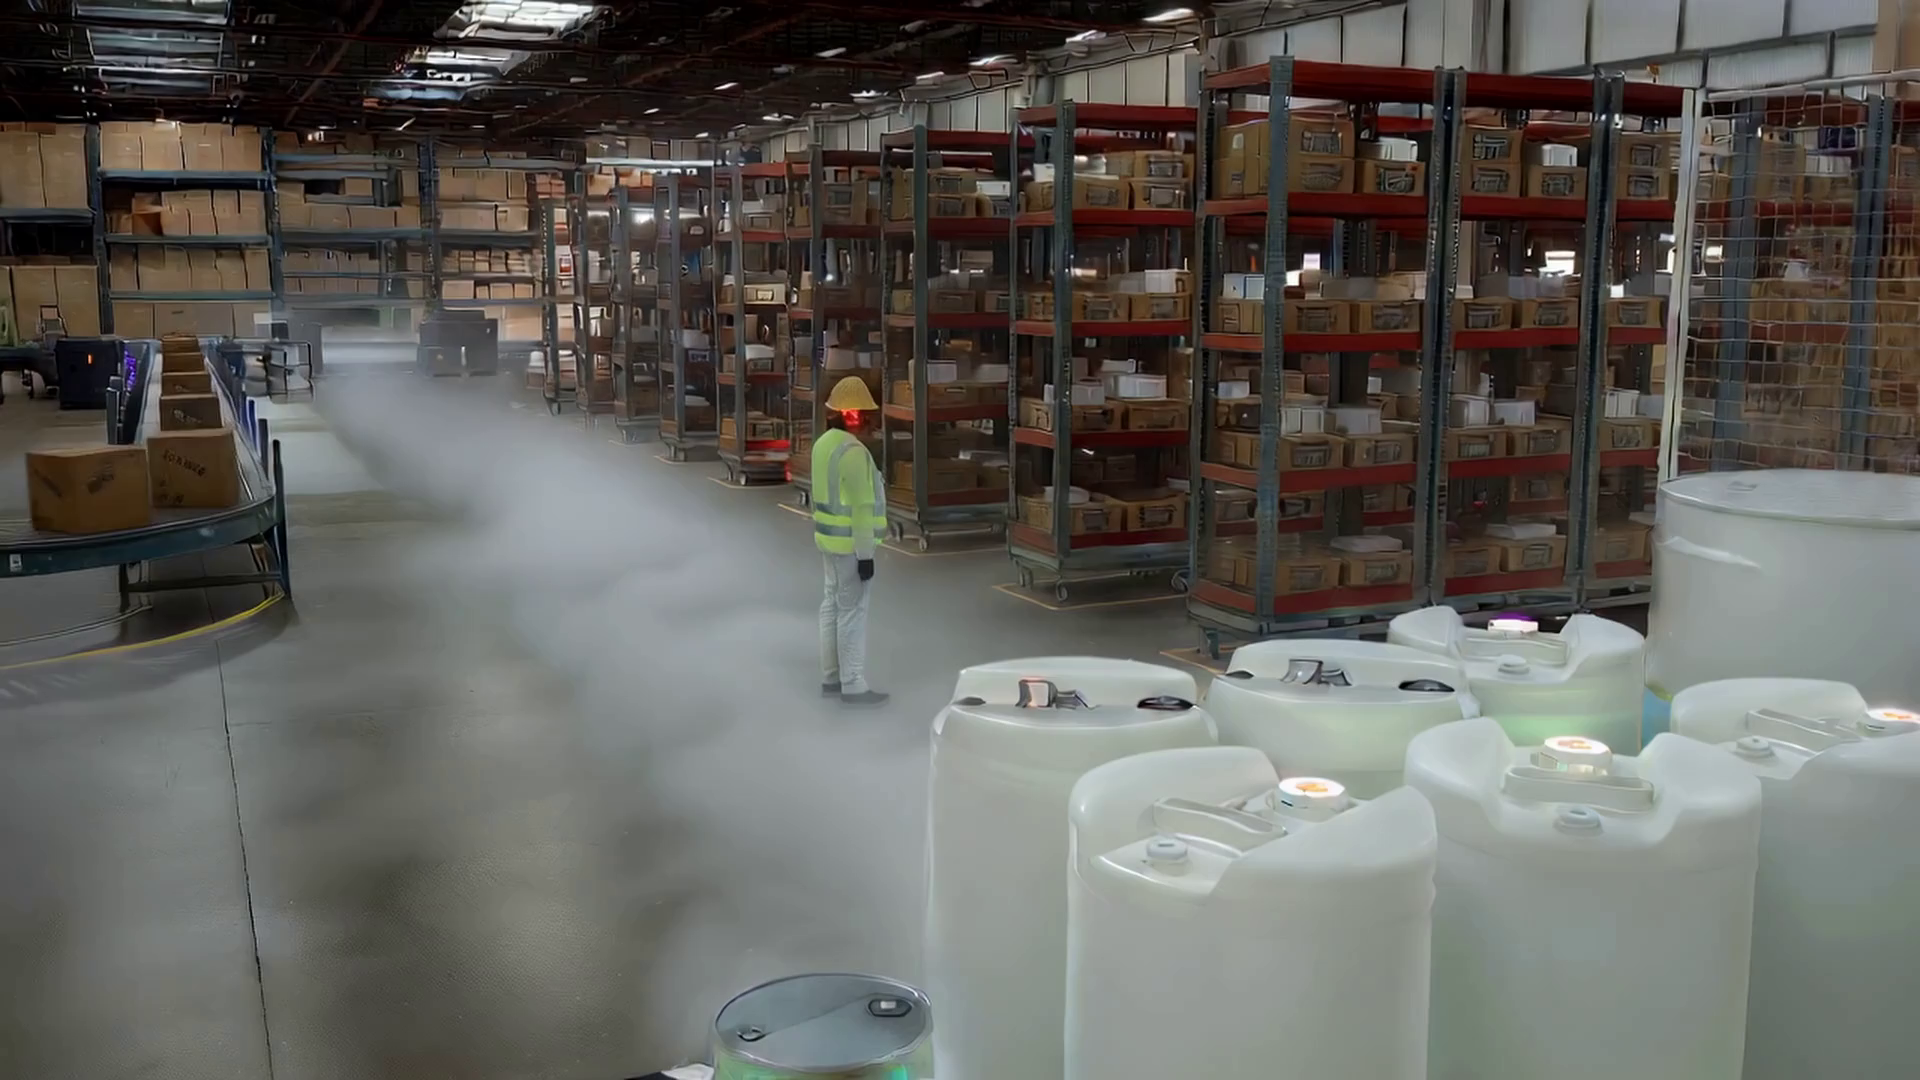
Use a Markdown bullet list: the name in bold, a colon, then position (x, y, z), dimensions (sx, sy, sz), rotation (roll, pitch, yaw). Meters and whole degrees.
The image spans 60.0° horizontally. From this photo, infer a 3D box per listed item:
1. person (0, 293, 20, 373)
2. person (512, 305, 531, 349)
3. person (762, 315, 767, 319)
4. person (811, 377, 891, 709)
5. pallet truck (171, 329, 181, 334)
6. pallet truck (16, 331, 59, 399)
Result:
- **person**: position (-22.796, -4.888, 39.416), dimensions (0.875, 1.905, 0.570), rotation (-4, 10, -25)
- **person**: position (-13.382, -6.666, 50.734), dimensions (0.736, 1.819, 0.633), rotation (-4, 10, -25)
- **person**: position (-5.221, -5.733, 44.635), dimensions (0.610, 1.923, 0.594), rotation (1, 9, 5)
- **person**: position (-0.608, 0.015, 9.237), dimensions (0.404, 1.830, 0.603), rotation (-4, 10, -26)
- **pallet truck**: position (-17.275, -3.851, 35.096), dimensions (1.601, 1.201, 0.680), rotation (0, 9, 1)
- **pallet truck**: position (-17.082, -3.353, 31.781), dimensions (1.630, 1.274, 0.653), rotation (-4, 10, -25)
